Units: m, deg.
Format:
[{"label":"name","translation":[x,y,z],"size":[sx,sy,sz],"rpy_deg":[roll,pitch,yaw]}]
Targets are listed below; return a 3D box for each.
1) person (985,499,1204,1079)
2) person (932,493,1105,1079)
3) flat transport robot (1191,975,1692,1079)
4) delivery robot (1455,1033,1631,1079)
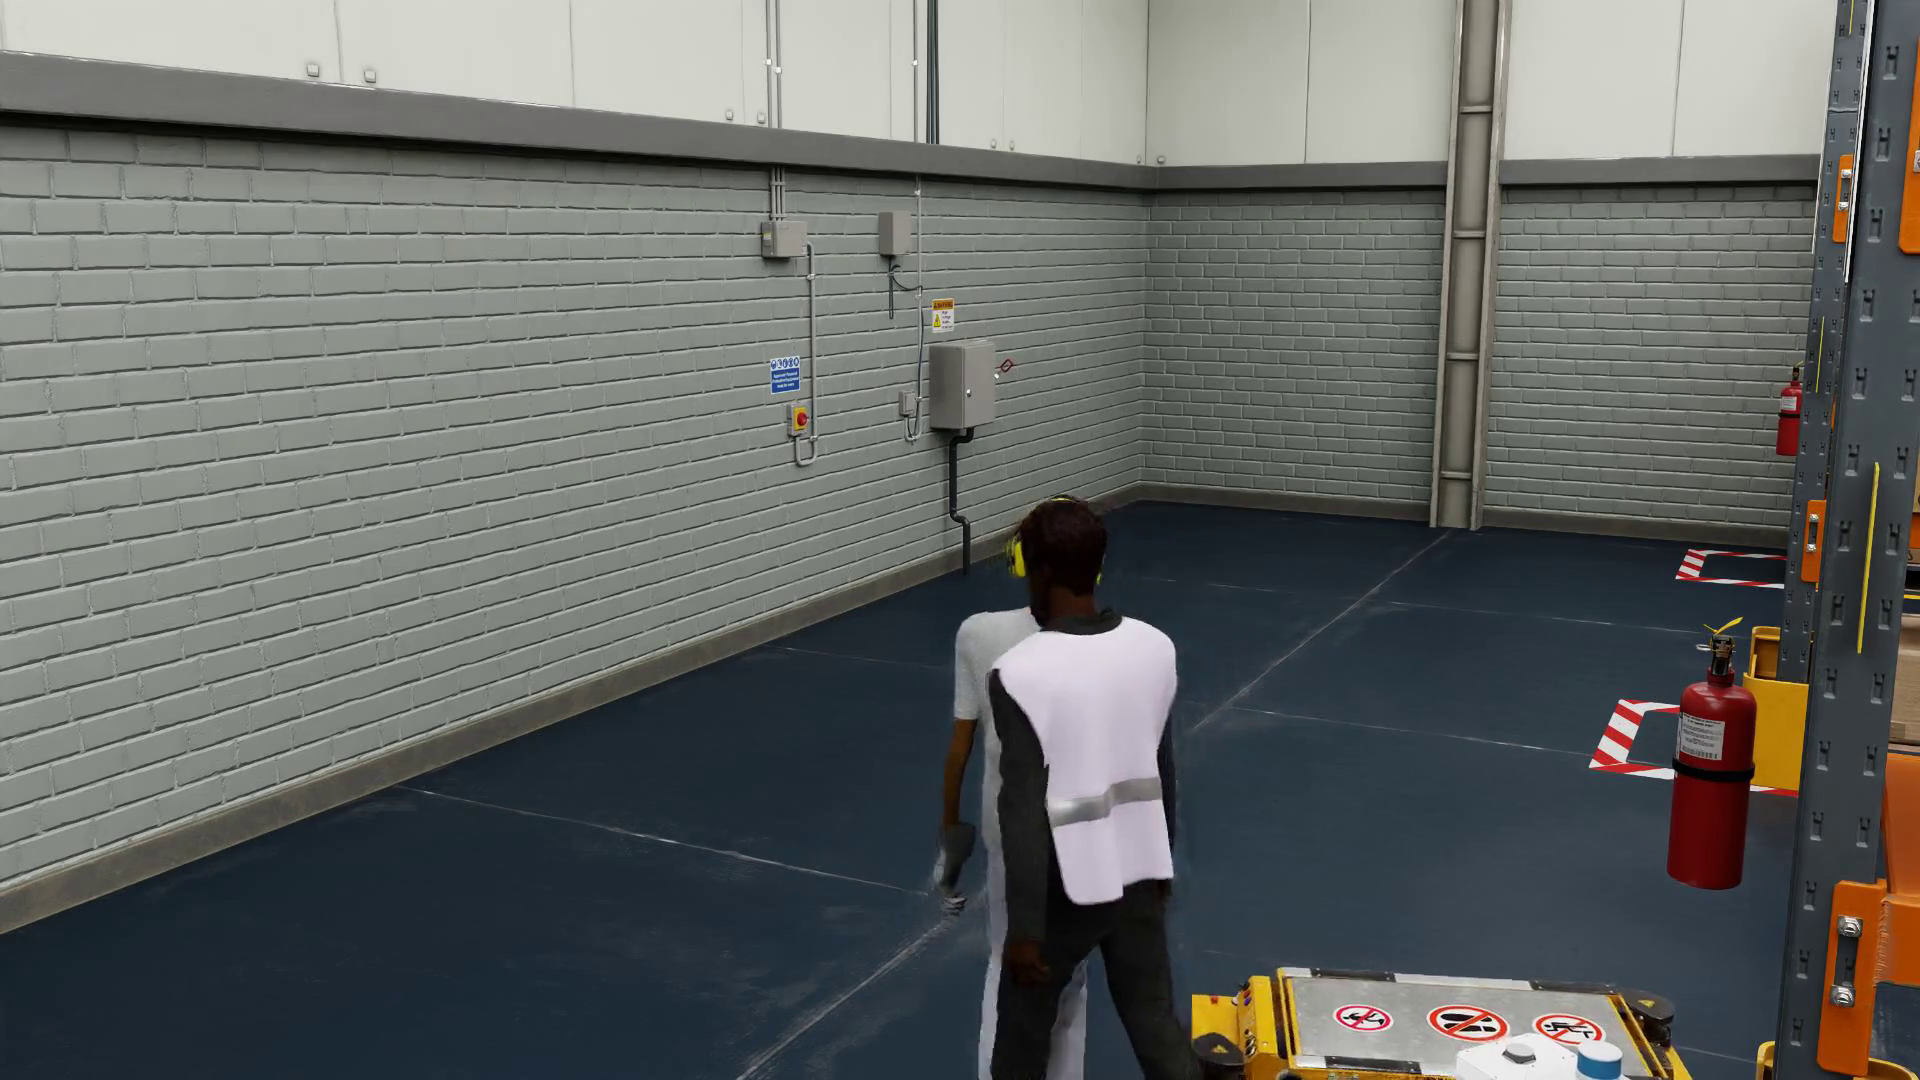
[{"label":"person","translation":[0.336,0.845,4.159],"size":[0.639,1.895,0.908],"rpy_deg":[-9,14,-40]},{"label":"person","translation":[0.202,0.813,4.330],"size":[0.553,1.848,0.477],"rpy_deg":[3,11,14]},{"label":"flat transport robot","translation":[1.401,1.503,4.876],"size":[1.431,0.197,0.652],"rpy_deg":[1,11,8]},{"label":"delivery robot","translation":[1.545,1.465,4.052],"size":[0.477,0.478,0.707],"rpy_deg":[-5,11,-25]}]
